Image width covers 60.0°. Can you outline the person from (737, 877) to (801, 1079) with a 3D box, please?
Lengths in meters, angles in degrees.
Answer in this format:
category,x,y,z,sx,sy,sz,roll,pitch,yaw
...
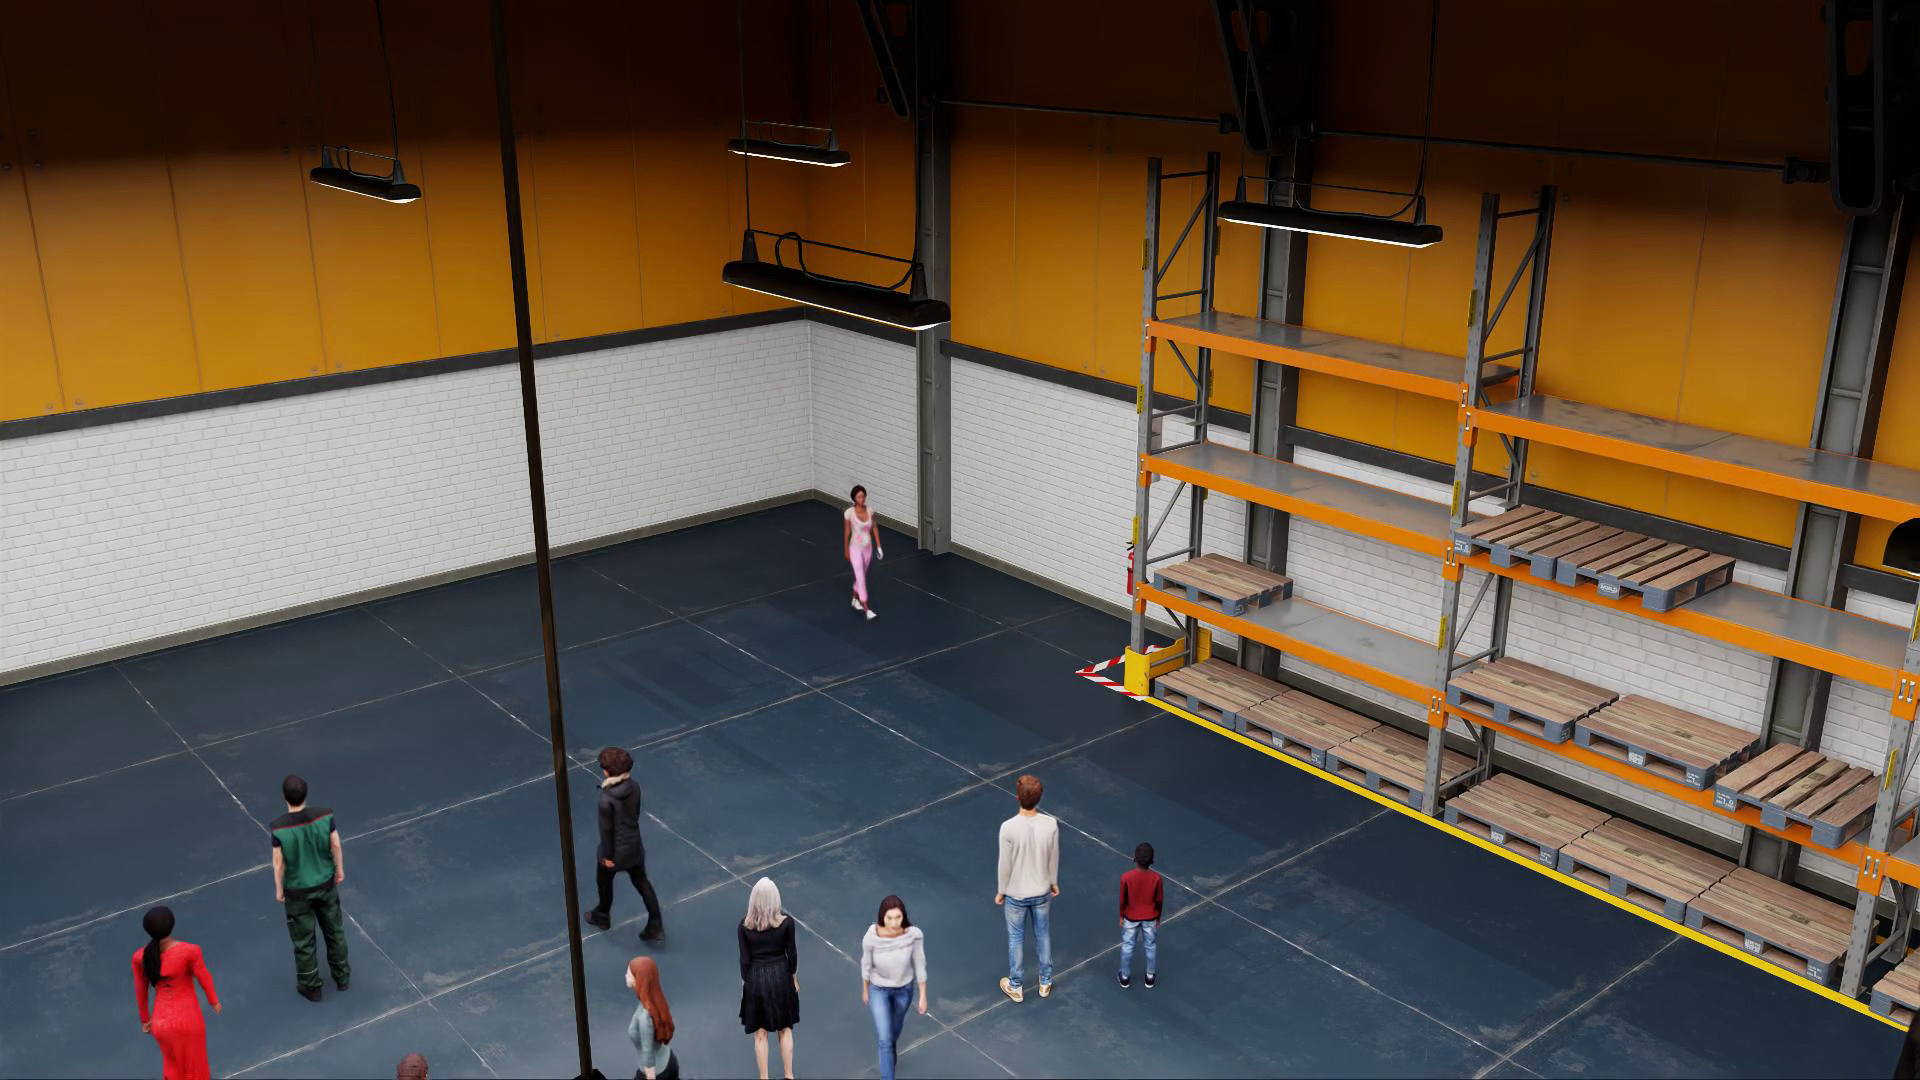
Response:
category,x,y,z,sx,sy,sz,roll,pitch,yaw
person,-1.376,3.218,11.977,0.694,1.746,0.715,-4,19,-11

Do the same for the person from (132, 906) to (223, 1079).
category,x,y,z,sx,sy,sz,roll,pitch,yaw
person,-5.422,3.383,11.444,0.807,1.772,0.868,0,19,-1

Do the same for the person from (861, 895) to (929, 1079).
category,x,y,z,sx,sy,sz,roll,pitch,yaw
person,-0.502,3.260,12.113,0.963,1.580,1.165,-3,19,-9

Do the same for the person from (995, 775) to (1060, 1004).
category,x,y,z,sx,sy,sz,roll,pitch,yaw
person,0.535,2.749,13.125,0.752,1.902,0.725,-5,19,-14

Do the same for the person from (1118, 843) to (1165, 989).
category,x,y,z,sx,sy,sz,roll,pitch,yaw
person,1.451,3.011,13.362,0.578,1.252,0.629,0,19,0

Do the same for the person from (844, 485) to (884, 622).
category,x,y,z,sx,sy,sz,roll,pitch,yaw
person,-1.298,0.129,21.214,0.669,1.704,1.111,-12,22,-31

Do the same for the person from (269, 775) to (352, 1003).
category,x,y,z,sx,sy,sz,roll,pitch,yaw
person,-5.153,2.735,13.171,0.674,1.900,0.546,-14,23,-36

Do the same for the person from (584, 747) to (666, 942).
category,x,y,z,sx,sy,sz,roll,pitch,yaw
person,-2.760,2.581,13.874,1.179,1.742,0.829,13,22,33

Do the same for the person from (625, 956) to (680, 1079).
category,x,y,z,sx,sy,sz,roll,pitch,yaw
person,-1.933,3.556,11.046,1.193,1.699,1.112,2,19,6
